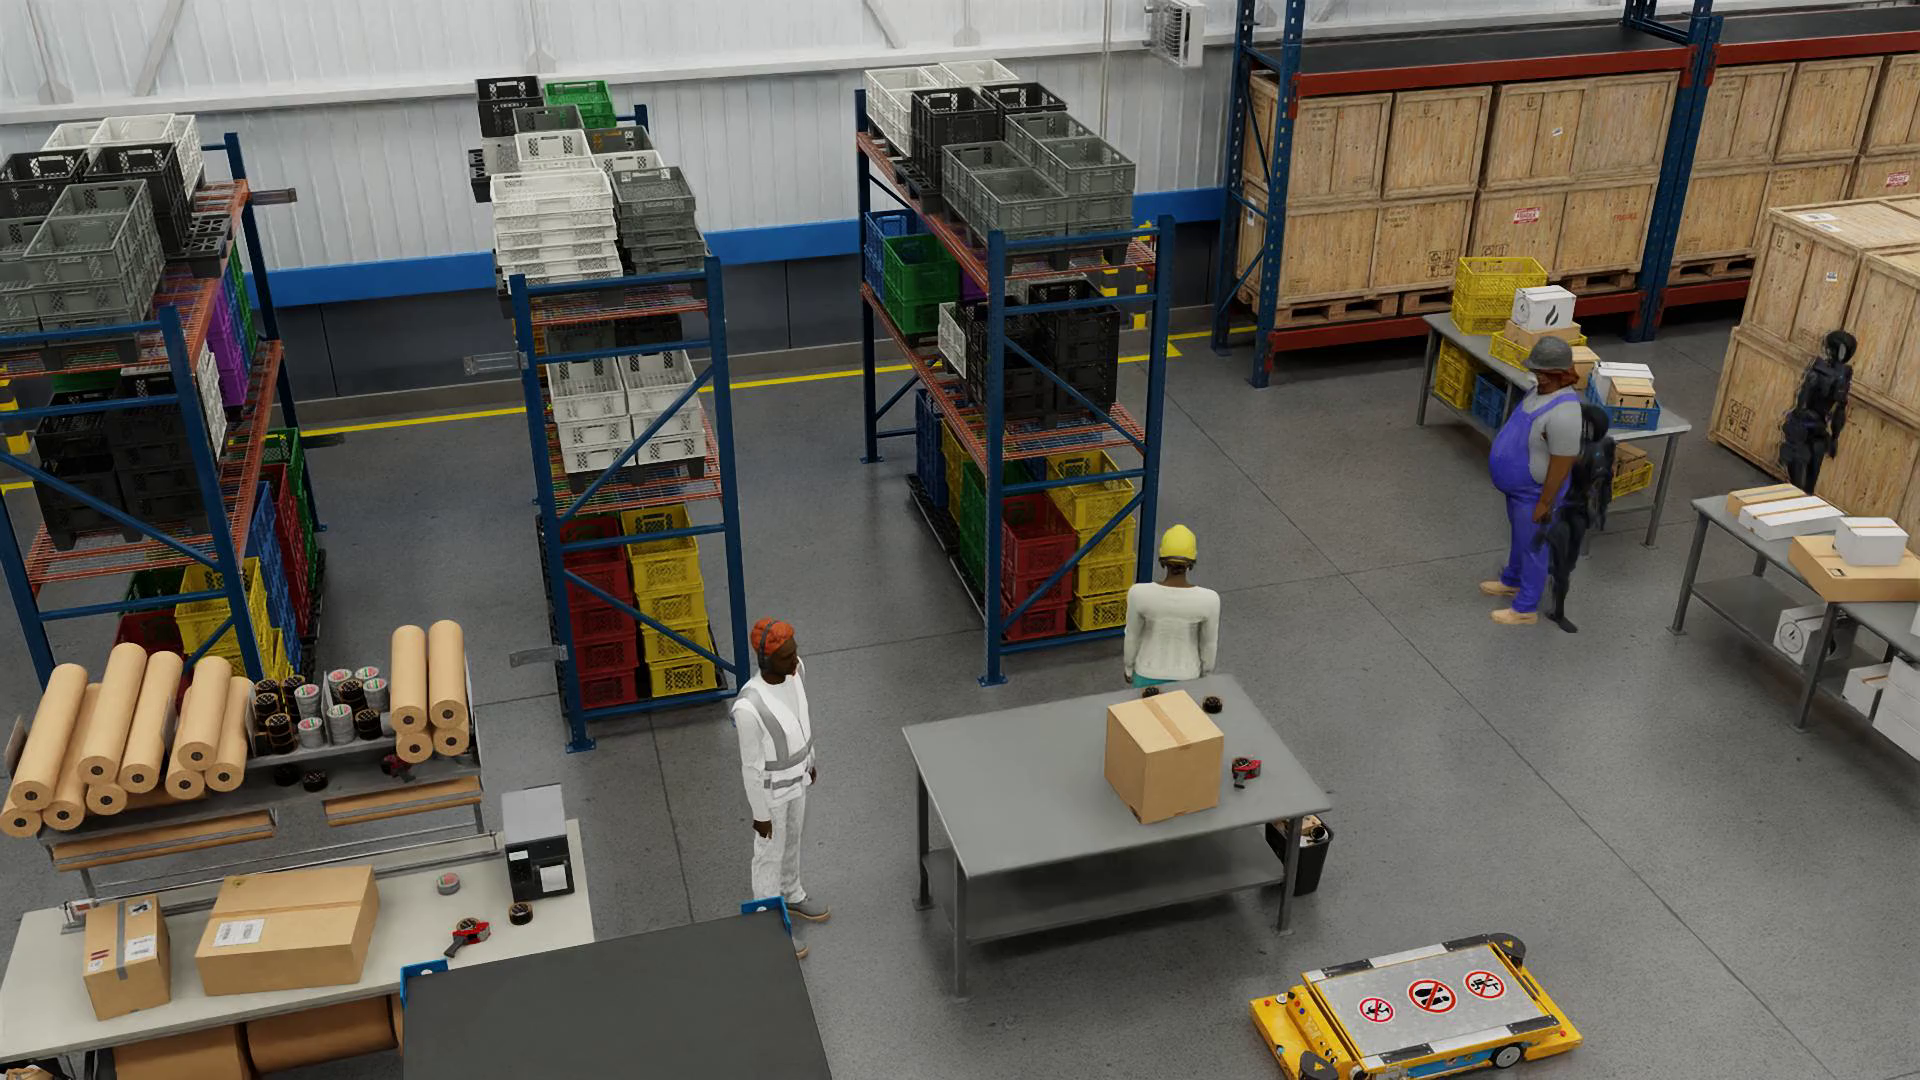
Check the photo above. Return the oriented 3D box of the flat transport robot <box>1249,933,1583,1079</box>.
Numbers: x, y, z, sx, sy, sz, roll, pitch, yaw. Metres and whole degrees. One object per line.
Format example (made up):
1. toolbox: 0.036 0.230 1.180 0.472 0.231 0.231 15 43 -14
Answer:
1. flat transport robot: 2.184 2.282 7.980 1.431 0.197 0.652 -8 30 -14

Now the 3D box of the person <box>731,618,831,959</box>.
1. person: -0.886 1.215 8.277 0.356 1.882 0.572 10 30 18

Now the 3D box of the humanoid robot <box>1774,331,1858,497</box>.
1. humanoid robot: 6.132 -0.744 12.058 0.612 1.654 0.376 -15 32 -25

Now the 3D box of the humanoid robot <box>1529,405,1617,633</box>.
1. humanoid robot: 4.026 -0.217 11.112 0.602 1.624 0.586 -17 33 -28

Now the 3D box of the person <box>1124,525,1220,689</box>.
1. person: 1.166 0.718 9.309 0.516 1.756 0.337 2 29 4

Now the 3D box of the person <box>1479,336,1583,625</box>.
1. person: 3.778 -0.407 11.064 0.536 2.000 0.687 3 29 5
